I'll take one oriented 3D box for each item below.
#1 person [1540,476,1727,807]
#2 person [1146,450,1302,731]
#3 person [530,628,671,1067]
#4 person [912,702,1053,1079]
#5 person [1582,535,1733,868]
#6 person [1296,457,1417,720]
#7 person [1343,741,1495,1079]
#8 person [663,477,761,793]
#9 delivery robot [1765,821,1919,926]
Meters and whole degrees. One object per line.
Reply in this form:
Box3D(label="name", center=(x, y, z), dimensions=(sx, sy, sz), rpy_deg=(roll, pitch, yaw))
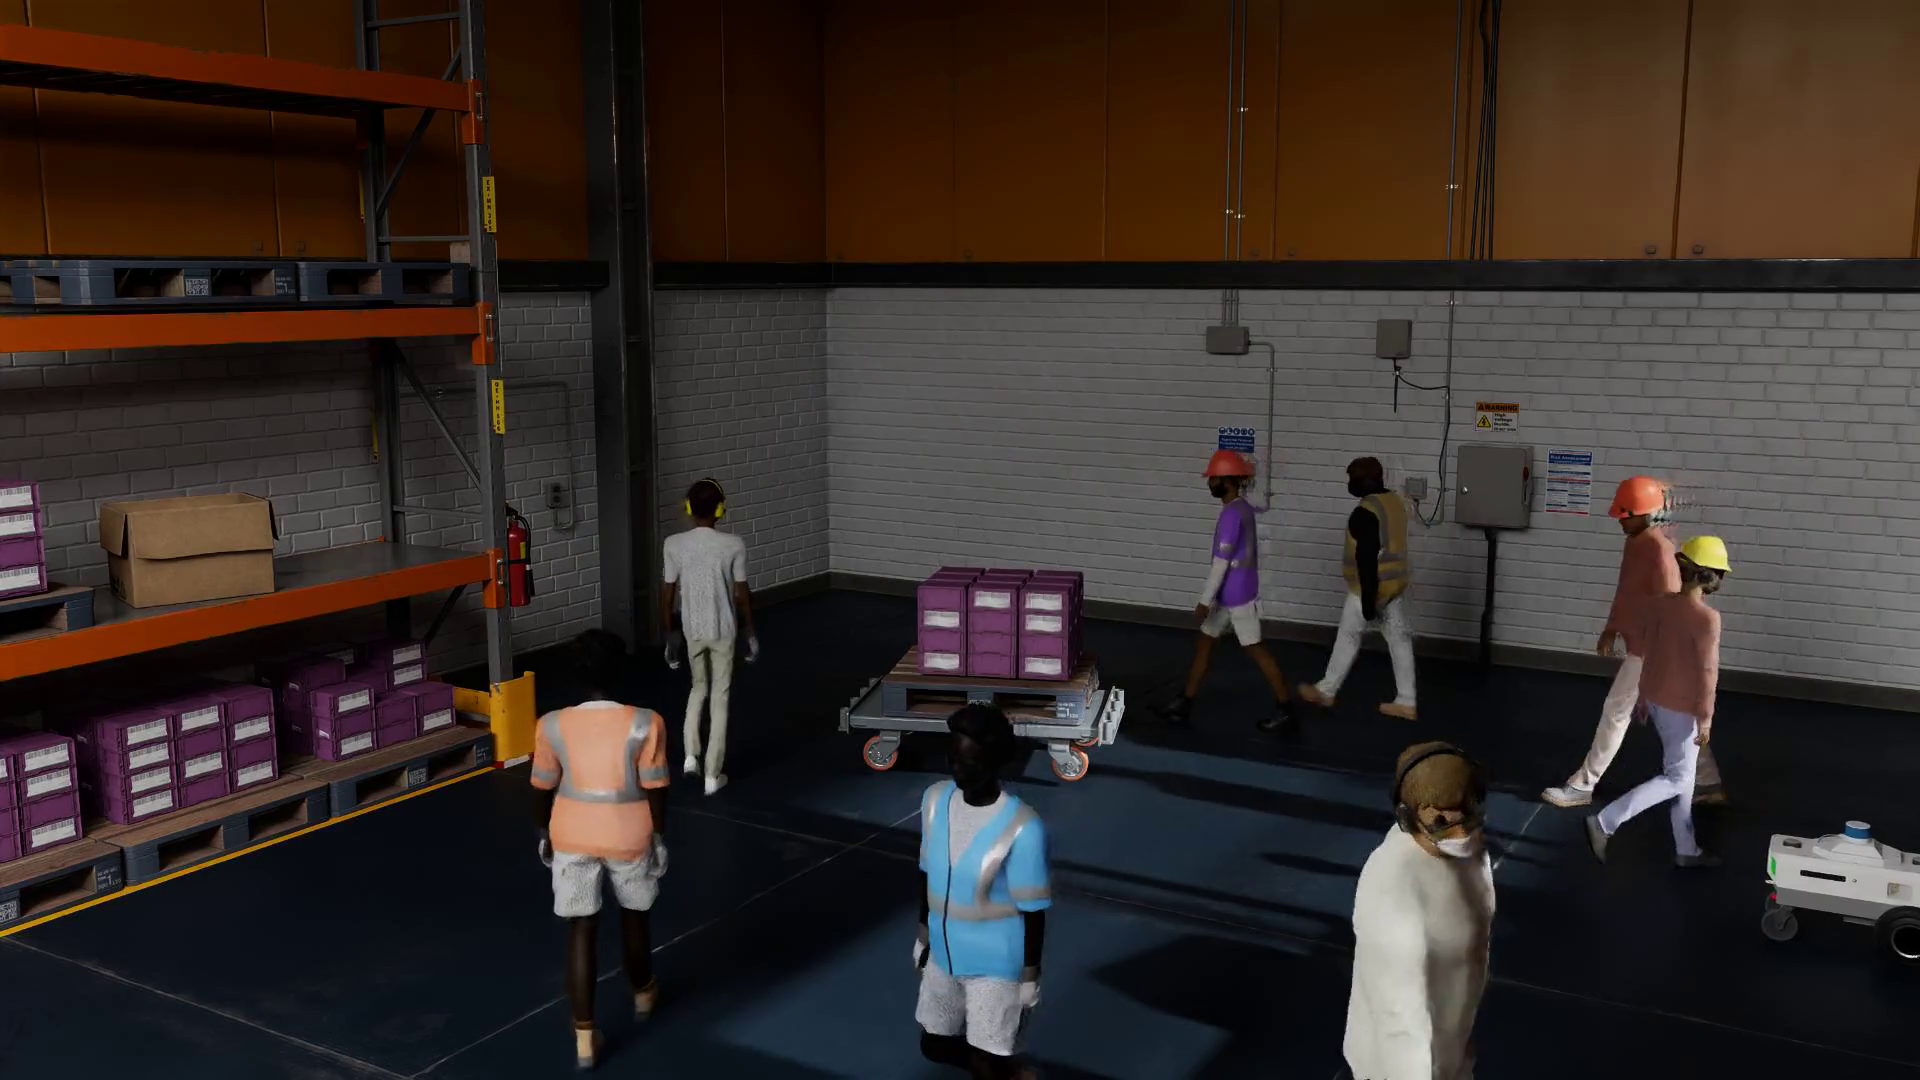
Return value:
Box3D(label="person", center=(3.877, 0.586, 9.354), dimensions=(1.026, 1.927, 0.720), rpy_deg=(2, 9, 13))
Box3D(label="person", center=(1.816, 0.339, 11.051), dimensions=(1.045, 1.882, 0.546), rpy_deg=(2, 9, 10))
Box3D(label="person", center=(-1.396, 1.164, 6.512), dimensions=(0.560, 1.677, 0.642), rpy_deg=(0, 9, -2))
Box3D(label="person", center=(0.095, 1.332, 5.391), dimensions=(0.545, 1.684, 0.545), rpy_deg=(-9, 13, -44))
Box3D(label="person", center=(3.543, 0.833, 8.381), dimensions=(0.707, 1.735, 0.531), rpy_deg=(-1, 9, -5))
Box3D(label="person", center=(2.752, 0.317, 11.420), dimensions=(0.932, 1.786, 0.672), rpy_deg=(8, 12, 41))
Box3D(label="person", center=(1.181, 1.405, 4.328), dimensions=(0.356, 1.896, 0.705), rpy_deg=(5, 10, 30))
Box3D(label="person", center=(-1.440, 0.558, 9.726), dimensions=(0.520, 1.855, 0.406), rpy_deg=(2, 9, 9))
Box3D(label="delivery robot", center=(4.034, 1.513, 7.507), dimensions=(0.707, 0.478, 0.477), rpy_deg=(5, 10, 28))
